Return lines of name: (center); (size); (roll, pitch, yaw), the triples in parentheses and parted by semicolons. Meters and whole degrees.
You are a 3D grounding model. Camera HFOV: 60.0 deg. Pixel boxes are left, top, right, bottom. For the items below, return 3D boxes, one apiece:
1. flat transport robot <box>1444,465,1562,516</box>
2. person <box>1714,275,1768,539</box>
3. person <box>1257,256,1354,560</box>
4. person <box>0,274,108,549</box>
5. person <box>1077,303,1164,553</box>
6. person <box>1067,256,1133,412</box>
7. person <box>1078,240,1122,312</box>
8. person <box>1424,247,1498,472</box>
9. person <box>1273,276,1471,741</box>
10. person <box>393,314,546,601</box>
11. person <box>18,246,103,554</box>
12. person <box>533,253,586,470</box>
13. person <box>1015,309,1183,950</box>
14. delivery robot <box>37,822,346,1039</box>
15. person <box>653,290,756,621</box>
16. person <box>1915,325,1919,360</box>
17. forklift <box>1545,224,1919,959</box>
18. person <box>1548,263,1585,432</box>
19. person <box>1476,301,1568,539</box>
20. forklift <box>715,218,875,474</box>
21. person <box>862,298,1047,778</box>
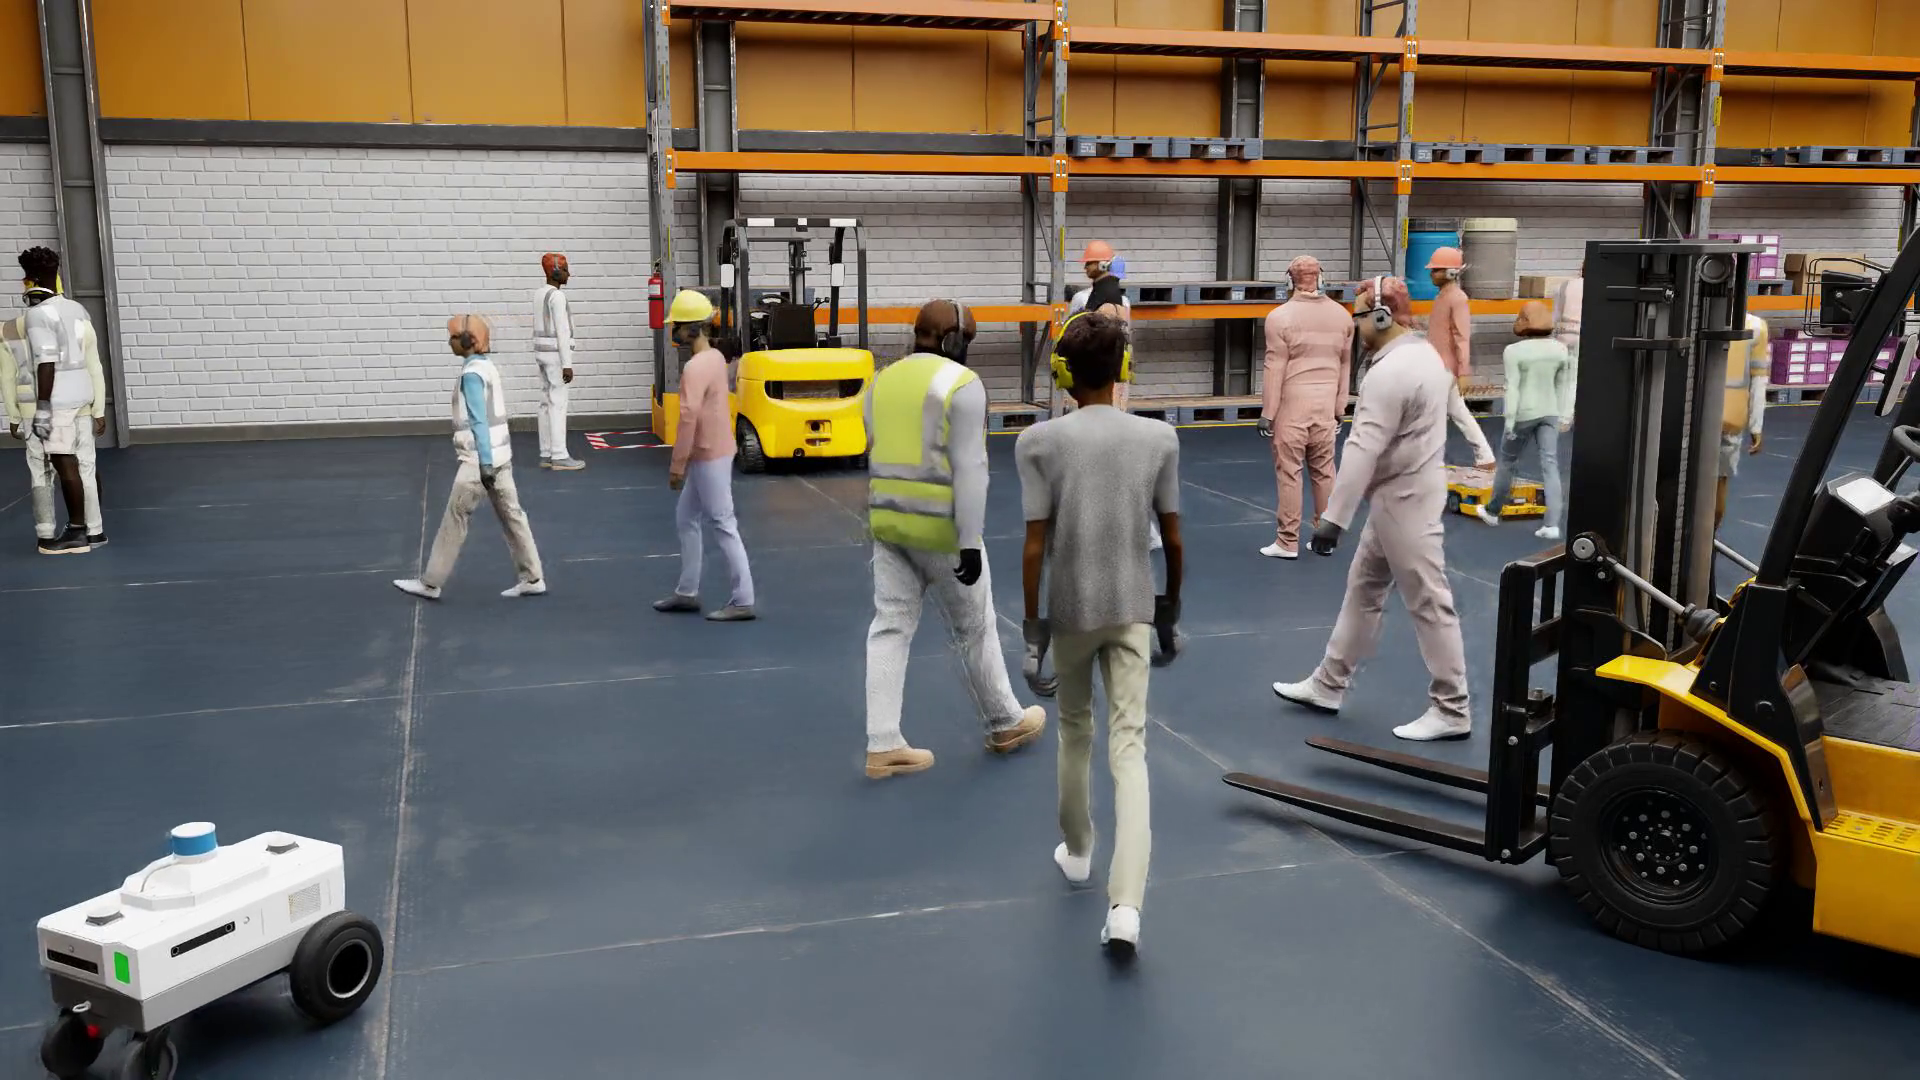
flat transport robot: (3.824, -0.388, 12.551); (0.652, 0.197, 1.431); (-3, 11, -17)
person: (4.412, -0.721, 9.883); (0.571, 1.904, 0.802); (1, 10, 6)
person: (2.148, -0.828, 10.489); (0.649, 1.904, 0.401); (-5, 11, -24)
person: (-5.836, -0.838, 10.737); (0.590, 1.833, 0.404); (-5, 11, -24)
person: (0.988, -0.684, 10.497); (0.822, 1.597, 0.528); (-4, 11, -22)
person: (1.235, -1.621, 14.970); (0.615, 1.854, 1.084); (-7, 12, -33)
person: (1.192, -1.558, 14.242); (0.399, 1.990, 0.619); (-2, 10, -9)
person: (3.998, -1.424, 13.645); (1.039, 1.947, 0.634); (1, 10, 3)
person: (1.679, -0.126, 6.750); (0.935, 1.852, 0.671); (4, 11, 21)
person: (-2.727, -0.443, 9.229); (0.845, 1.594, 0.539); (-1, 10, -4)
person: (-5.774, -0.892, 10.675); (0.373, 1.962, 0.607); (0, 10, -2)
person: (-3.535, -1.555, 14.527); (0.338, 1.882, 0.582); (-7, 12, -34)
person: (0.424, 0.247, 4.871); (0.525, 1.832, 0.968); (0, 10, -1)
delivery robot: (-1.905, 0.952, 4.171); (0.477, 0.478, 0.707); (5, 12, 27)
person: (-1.407, -0.428, 8.739); (0.725, 1.736, 0.547); (1, 10, 4)
person: (10.080, -2.009, 16.929); (0.597, 1.915, 0.370); (3, 11, 14)
forklift: (2.909, 0.117, 4.508); (2.313, 2.155, 1.214); (9, 14, 40)
person: (6.526, -2.034, 17.376); (0.830, 1.806, 0.648); (-10, 14, -43)
person: (3.890, -0.830, 11.364); (0.522, 1.586, 0.860); (-2, 11, -11)
forklift: (-1.522, -1.778, 14.899); (1.214, 2.155, 2.313); (-3, 11, -17)
person: (-0.048, -0.016, 6.385); (0.684, 1.778, 0.911); (9, 14, 42)
